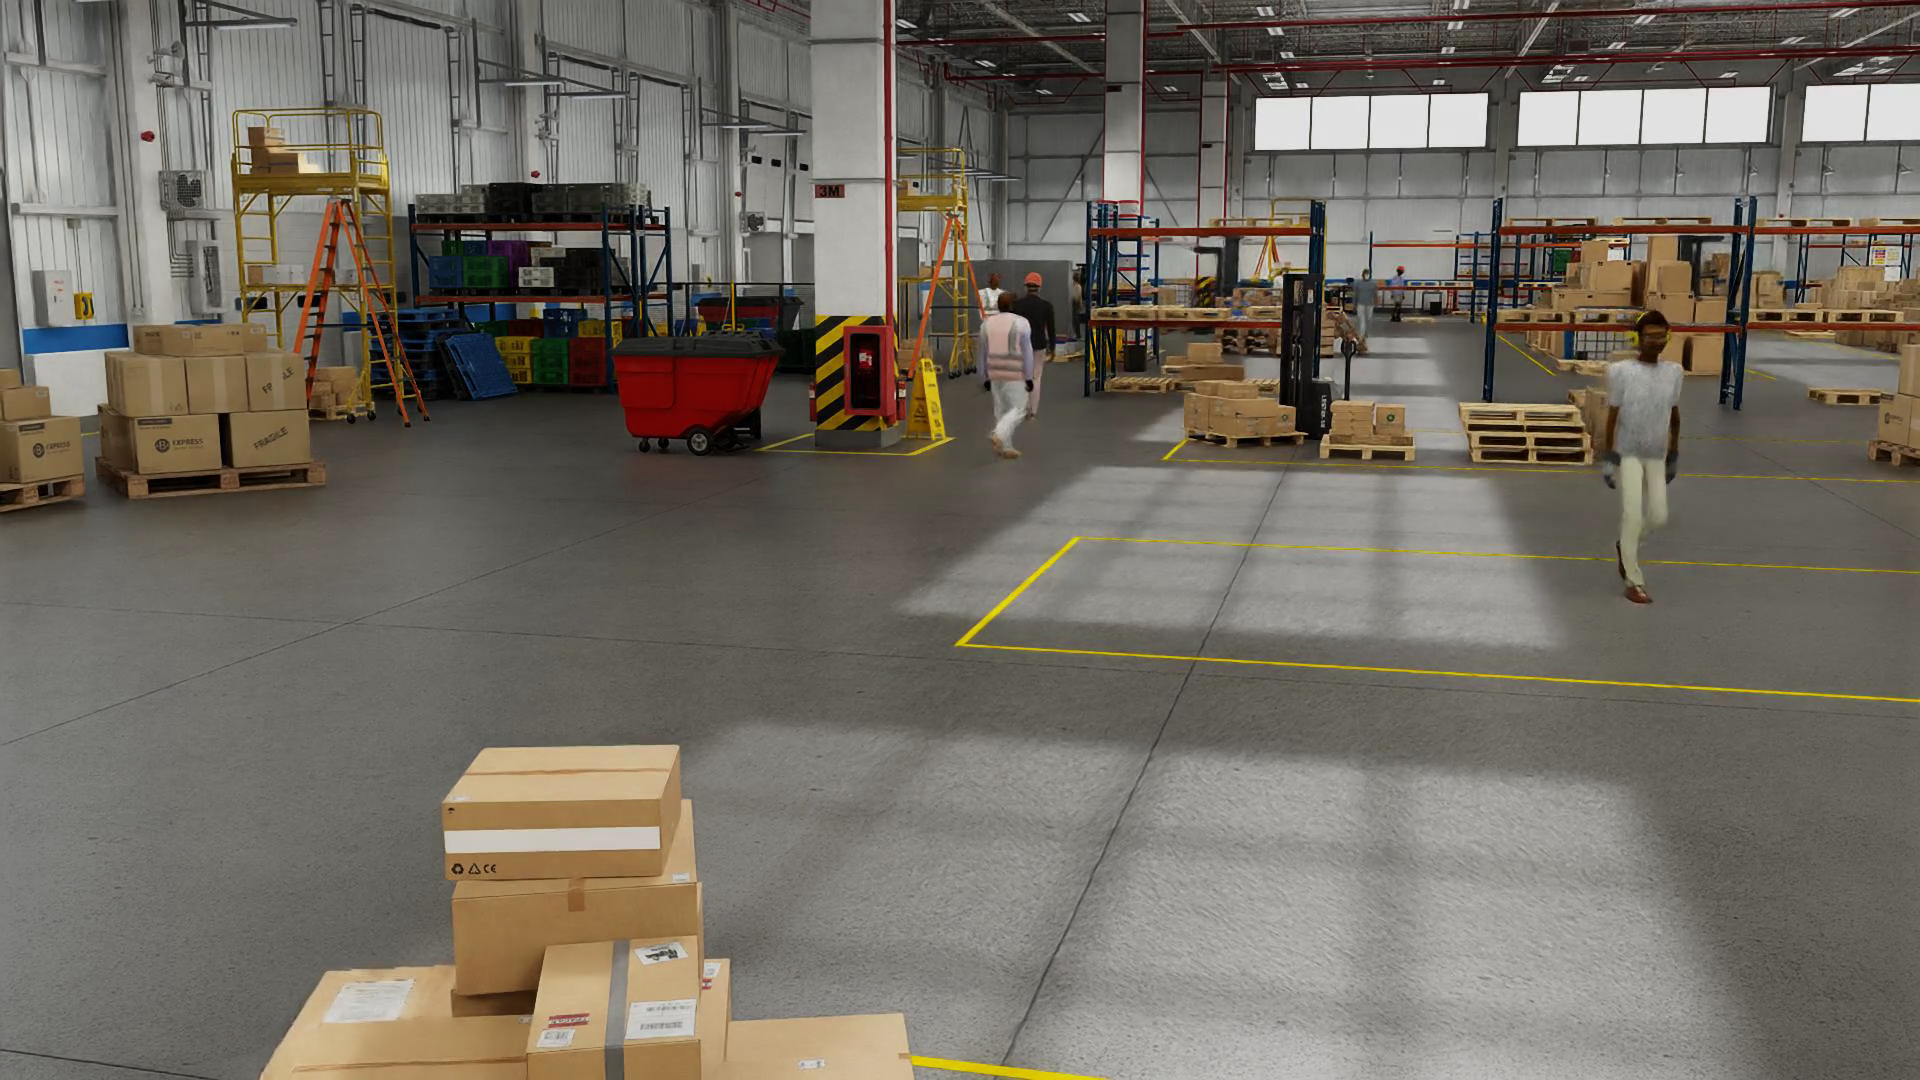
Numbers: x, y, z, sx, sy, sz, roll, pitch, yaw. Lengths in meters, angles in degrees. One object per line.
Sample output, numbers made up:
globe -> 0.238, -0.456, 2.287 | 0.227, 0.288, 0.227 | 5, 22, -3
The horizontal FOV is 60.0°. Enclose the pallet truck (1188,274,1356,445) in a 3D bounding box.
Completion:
pallet truck -> 3.653, -2.138, 19.590 | 1.885, 1.965, 0.823 | -4, 10, -20

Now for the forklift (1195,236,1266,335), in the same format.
forklift -> 7.603, -7.140, 46.443 | 1.873, 2.768, 1.129 | 2, 10, 14

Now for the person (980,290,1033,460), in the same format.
person -> 0.489, -1.748, 17.783 | 0.645, 1.830, 0.532 | 7, 12, 37

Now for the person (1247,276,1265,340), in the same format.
person -> 7.639, -6.068, 43.583 | 0.830, 1.710, 0.486 | -3, 10, -16

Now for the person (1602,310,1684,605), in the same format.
person -> 4.313, -0.538, 10.597 | 0.516, 1.855, 0.602 | 0, 10, -3

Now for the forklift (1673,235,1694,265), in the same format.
forklift -> 21.182, -7.585, 49.064 | 1.873, 2.768, 1.129 | 0, 10, 0

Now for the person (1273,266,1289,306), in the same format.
person -> 9.710, -7.240, 49.838 | 0.651, 1.923, 0.422 | 0, 10, 1

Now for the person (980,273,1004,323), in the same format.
person -> 0.678, -4.312, 32.769 | 0.592, 1.871, 0.605 | -5, 11, -26

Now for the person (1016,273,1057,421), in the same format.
person -> 0.983, -2.603, 22.411 | 0.663, 1.959, 0.856 | 1, 10, 8

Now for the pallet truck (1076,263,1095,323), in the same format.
pallet truck -> 4.325, -8.180, 55.162 | 0.823, 1.965, 1.885 | 6, 11, 31

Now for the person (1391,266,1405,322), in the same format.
person -> 14.825, -8.336, 56.379 | 0.677, 1.899, 0.434 | -9, 13, -42

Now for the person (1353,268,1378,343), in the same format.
person -> 10.379, -6.004, 42.602 | 0.628, 1.923, 0.603 | 1, 10, 7

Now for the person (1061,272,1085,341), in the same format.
person -> 2.908, -6.027, 43.035 | 0.835, 1.819, 0.519 | -5, 11, -29
